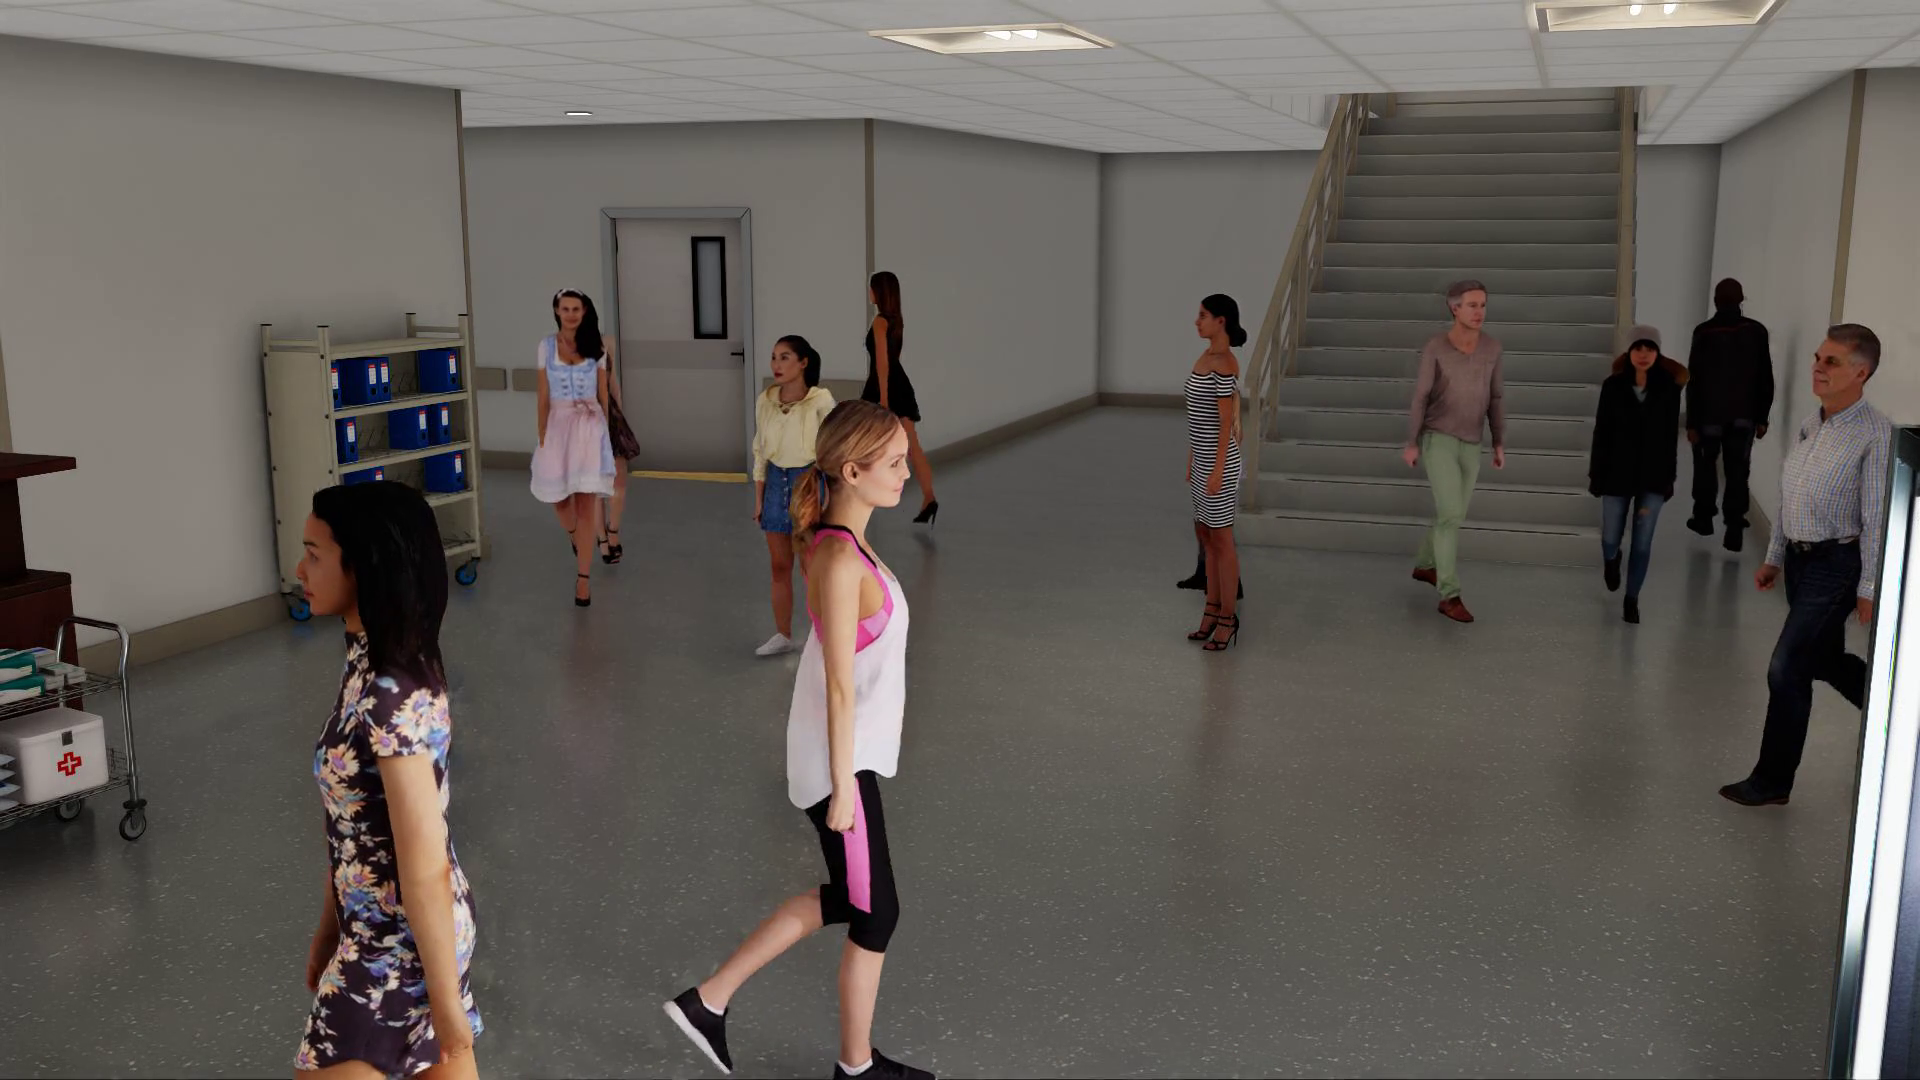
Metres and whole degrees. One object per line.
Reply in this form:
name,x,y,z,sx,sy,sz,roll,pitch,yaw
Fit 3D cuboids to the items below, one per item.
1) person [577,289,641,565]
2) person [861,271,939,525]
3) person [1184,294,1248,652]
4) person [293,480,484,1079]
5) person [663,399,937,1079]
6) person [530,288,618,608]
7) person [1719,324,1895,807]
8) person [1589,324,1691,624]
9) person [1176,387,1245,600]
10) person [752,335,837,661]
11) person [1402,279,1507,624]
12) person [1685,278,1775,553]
person,-2.370,-0.690,10.519,0.817,1.748,0.884,-8,13,-37
person,-0.421,-0.955,11.820,0.670,1.784,1.082,4,12,22
person,1.314,-0.351,8.538,0.742,1.822,0.625,-2,11,-9
person,-0.932,0.752,3.041,1.053,1.703,1.079,-3,11,-17
person,-0.375,0.562,3.900,0.946,1.757,0.958,-2,11,-12
person,-2.227,-0.533,9.585,0.999,1.789,1.177,-2,11,-12
person,3.294,0.111,6.185,1.040,1.791,1.178,-1,11,-5
person,3.729,-0.372,9.200,0.626,1.616,0.930,4,11,20
person,1.565,-0.276,9.635,0.586,1.264,0.584,4,12,22
person,-0.811,-0.208,8.295,0.656,1.630,0.552,5,12,24
person,2.727,-0.504,9.338,1.099,1.823,1.235,-3,11,-17
person,5.083,-0.799,11.002,0.804,1.783,1.292,3,11,15
